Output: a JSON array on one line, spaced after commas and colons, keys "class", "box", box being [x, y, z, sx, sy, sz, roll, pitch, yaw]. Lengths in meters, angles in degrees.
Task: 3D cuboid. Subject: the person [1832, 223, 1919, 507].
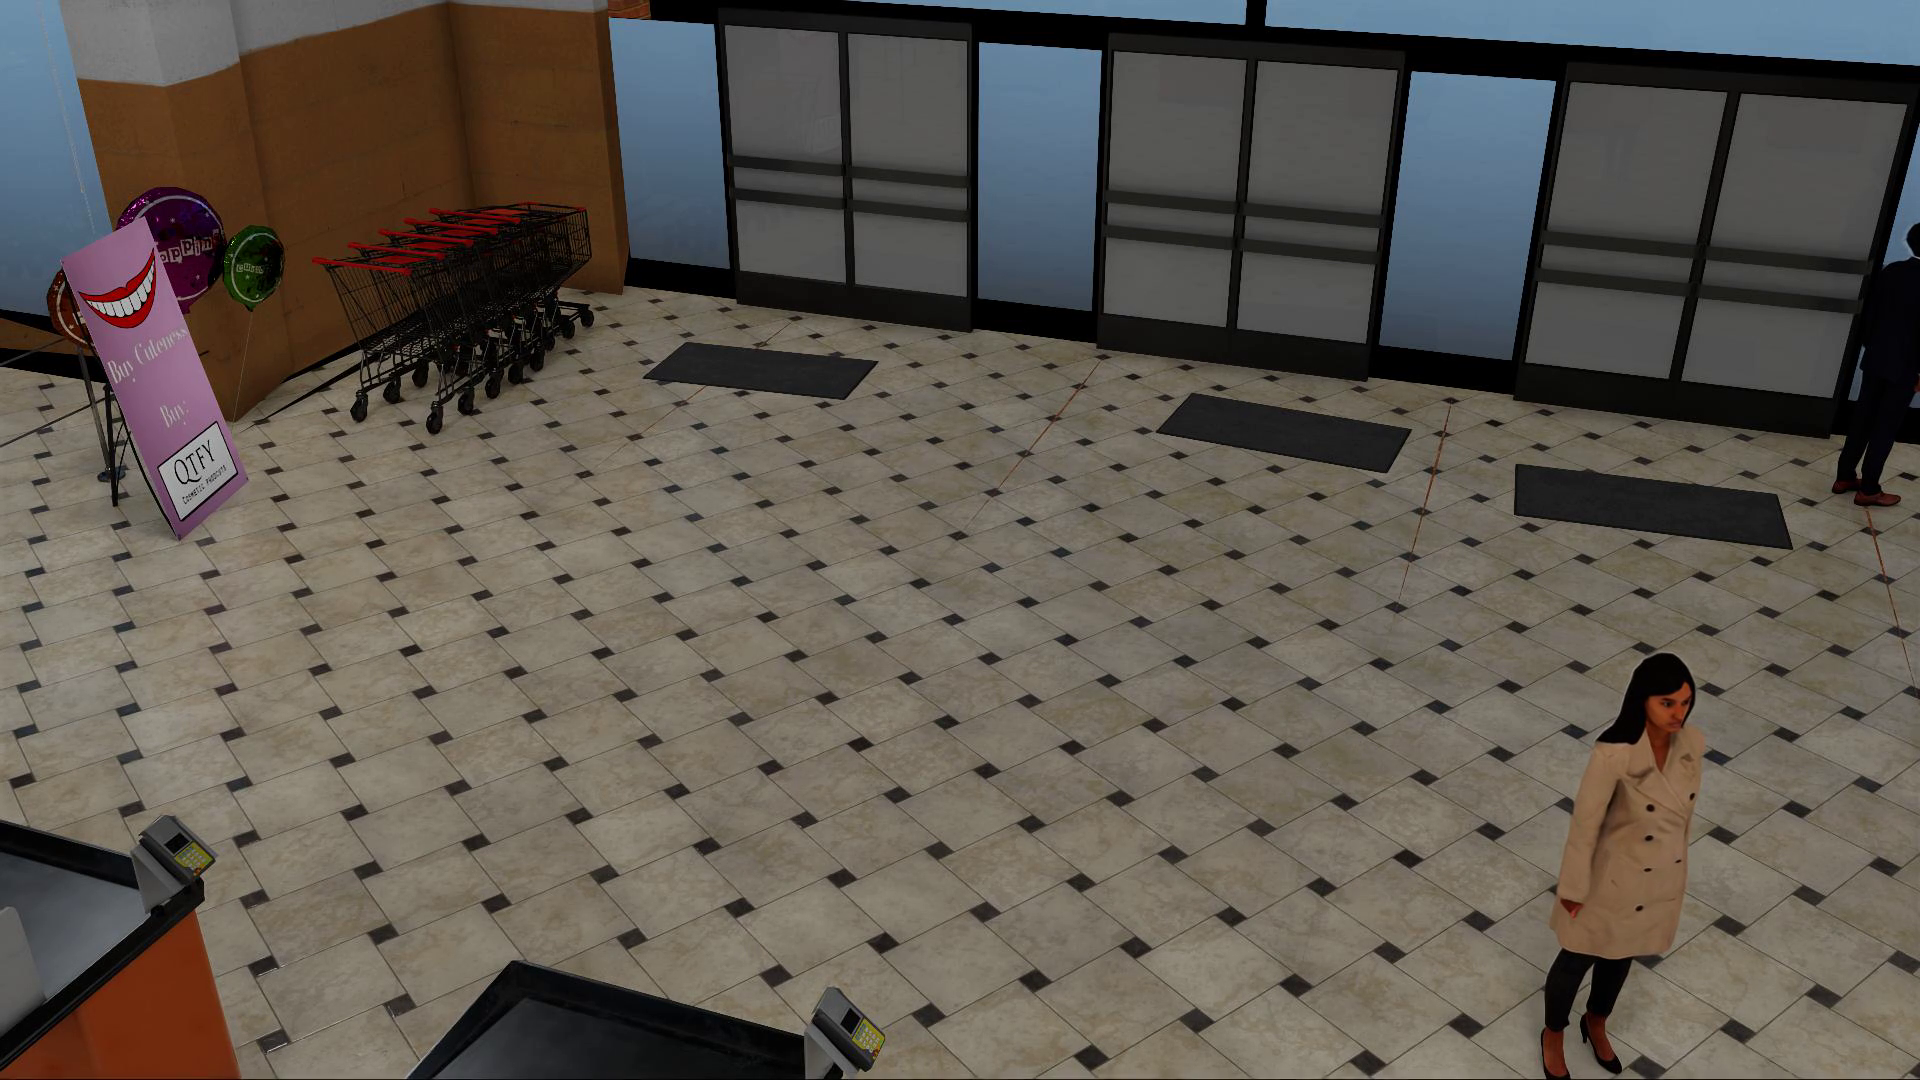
[{"class": "person", "box": [5.488, -1.043, 9.786, 0.766, 1.724, 0.668, -8, 28, -15]}]

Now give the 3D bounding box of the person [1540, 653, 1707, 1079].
[{"class": "person", "box": [2.214, 1.119, 5.570, 0.718, 1.681, 0.742, -8, 28, -16]}]
